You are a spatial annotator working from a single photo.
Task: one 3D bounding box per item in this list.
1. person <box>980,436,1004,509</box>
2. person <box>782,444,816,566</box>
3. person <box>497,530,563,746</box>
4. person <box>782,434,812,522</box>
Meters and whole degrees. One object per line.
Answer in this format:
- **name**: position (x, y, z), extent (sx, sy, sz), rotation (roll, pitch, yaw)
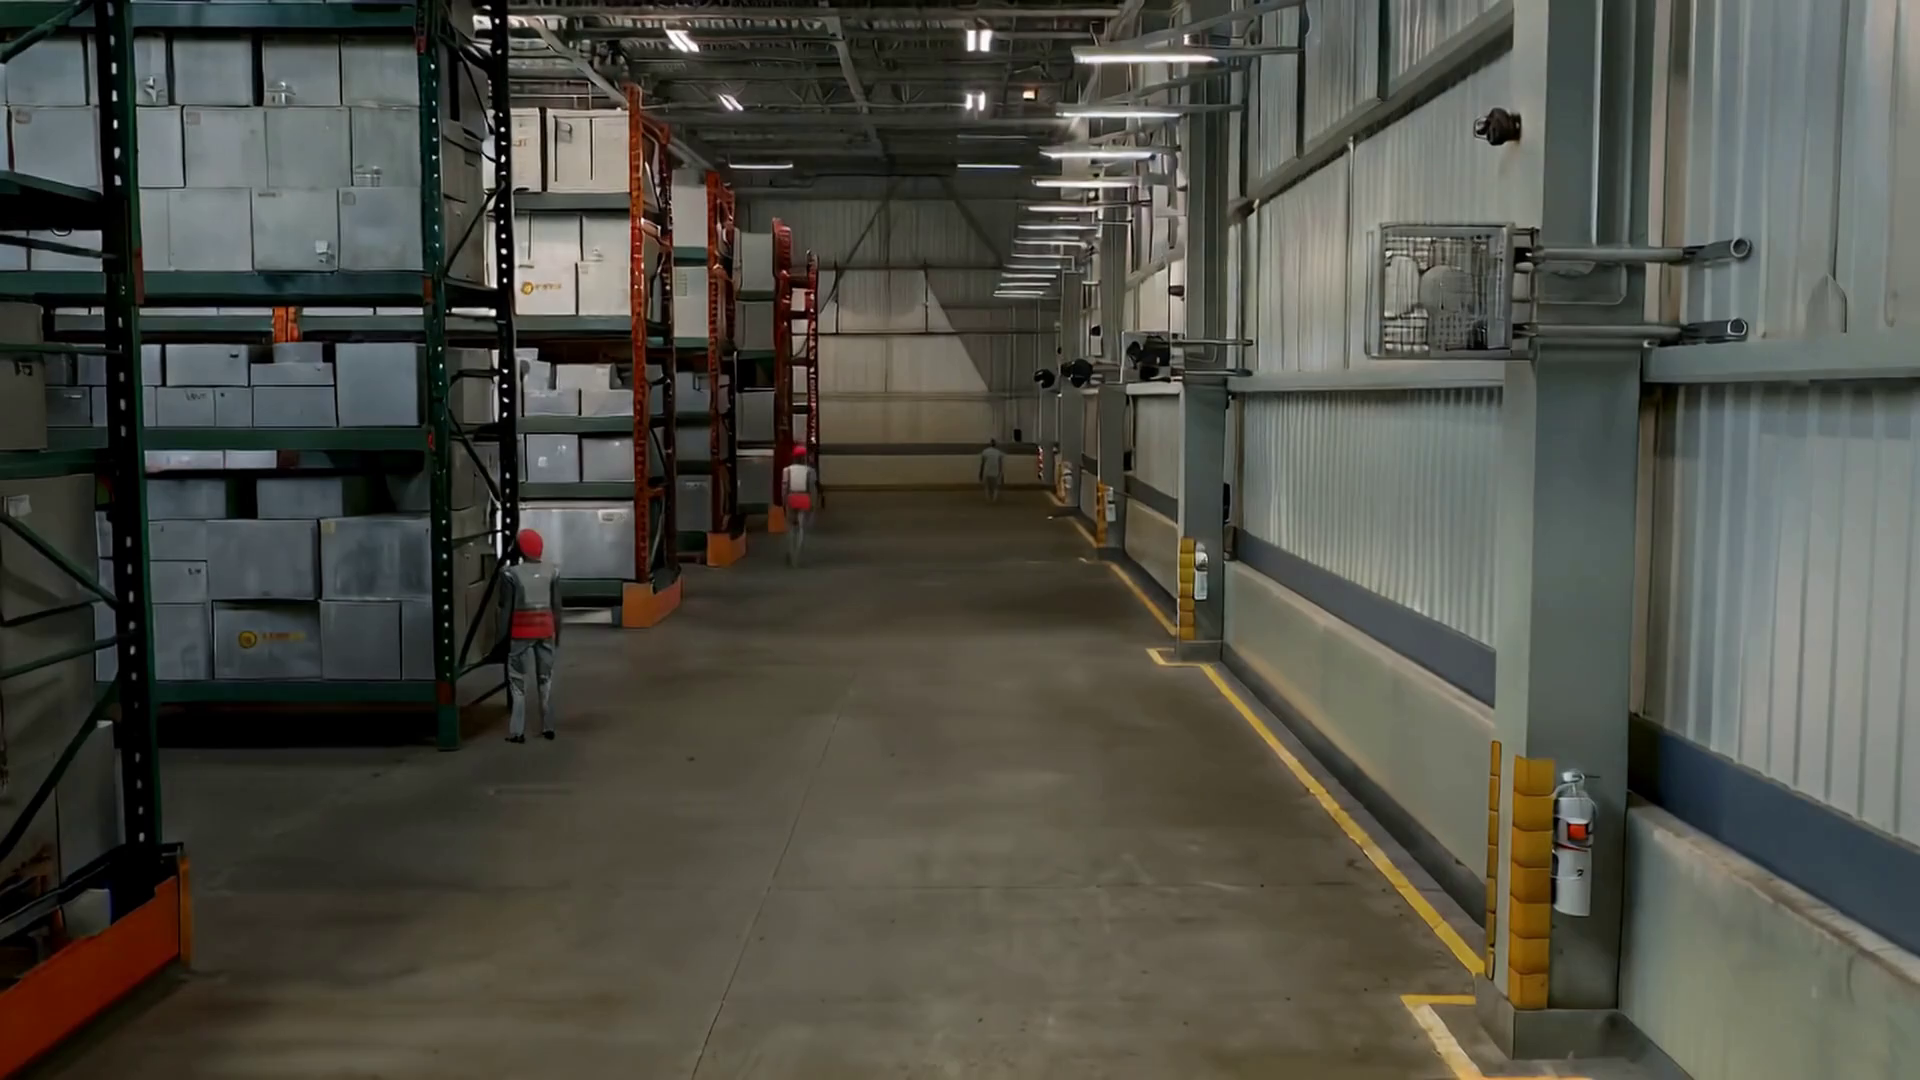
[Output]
- **person**: position (0.759, -1.575, 38.938), extent (0.559, 1.725, 0.817), rotation (0, 5, -1)
- **person**: position (-2.510, -0.542, 25.834), extent (0.544, 1.915, 0.858), rotation (0, 5, 1)
- **person**: position (-3.233, 0.736, 12.557), extent (0.523, 1.632, 0.315), rotation (-4, 6, -40)
- **person**: position (-3.510, -1.307, 34.957), extent (1.050, 1.873, 0.638), rotation (3, 6, 31)
